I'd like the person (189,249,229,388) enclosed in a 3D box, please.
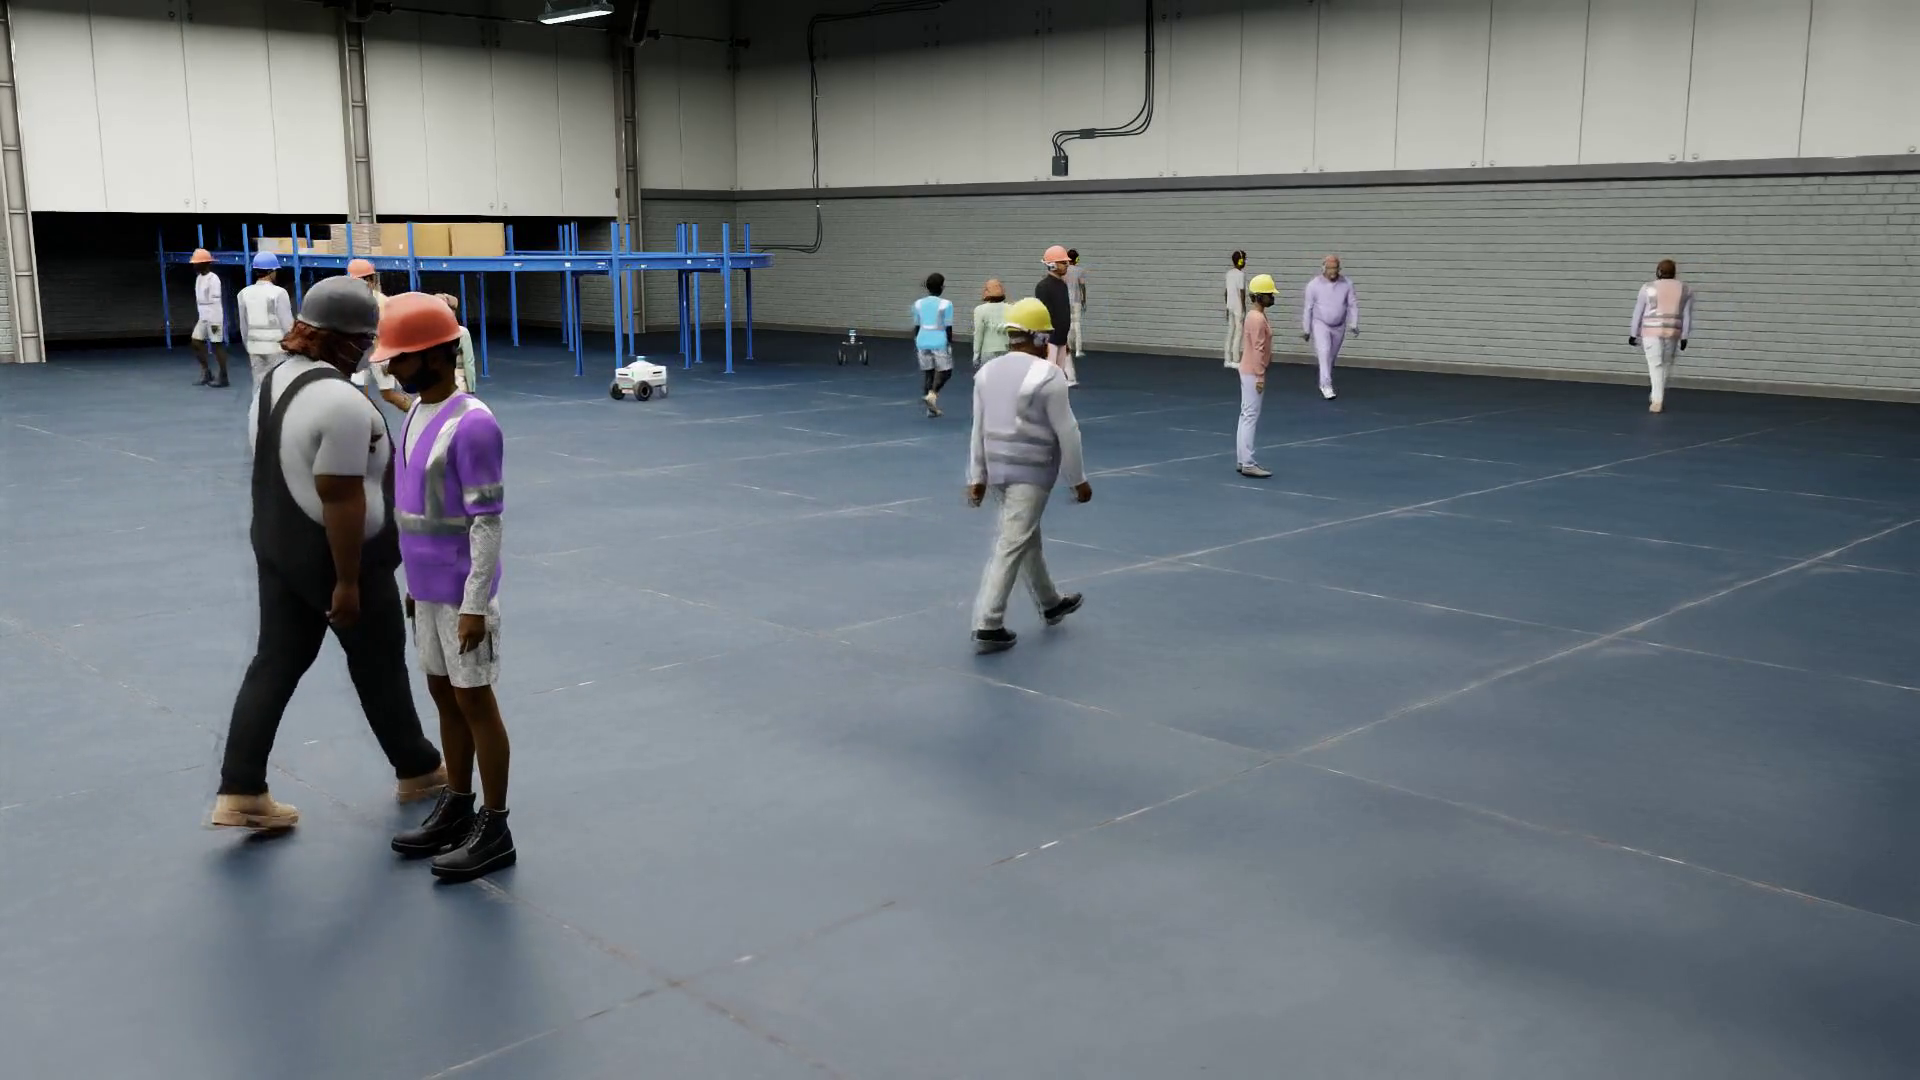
[{"bbox_3d":[-10.504,-3.074,23.125,0.587,1.915,0.612,8,13,39],"label":"person"}]

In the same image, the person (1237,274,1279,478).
[{"bbox_3d":[2.627,-1.452,14.694,0.328,1.769,0.526,1,10,4],"label":"person"}]

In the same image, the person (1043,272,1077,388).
[{"bbox_3d":[1.333,-2.896,22.996,0.668,1.602,0.531,-3,11,-16],"label":"person"}]

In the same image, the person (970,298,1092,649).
[{"bbox_3d":[0.374,-0.356,8.667,0.918,1.782,0.601,-8,13,-39],"label":"person"}]

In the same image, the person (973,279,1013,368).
[{"bbox_3d":[0.382,-2.043,18.279,0.507,1.630,0.268,-4,11,-19],"label":"person"}]

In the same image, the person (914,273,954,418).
[{"bbox_3d":[-0.327,-2.253,19.294,0.536,1.685,0.442,6,12,29],"label":"person"}]

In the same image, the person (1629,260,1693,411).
[{"bbox_3d":[8.494,-2.493,20.255,0.638,1.796,0.922,1,10,5],"label":"person"}]

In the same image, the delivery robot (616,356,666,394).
[{"bbox_3d":[-4.148,-2.147,21.648,0.477,0.478,0.707,6,12,29],"label":"delivery robot"}]

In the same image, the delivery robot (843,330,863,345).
[{"bbox_3d":[-1.779,-3.360,27.545,0.335,0.223,0.698,0,10,-3],"label":"delivery robot"}]

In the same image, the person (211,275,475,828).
[{"bbox_3d":[-2.290,0.033,5.961,0.693,2.000,0.999,8,13,39],"label":"person"}]

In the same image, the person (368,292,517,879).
[{"bbox_3d":[-1.715,0.152,5.506,0.374,1.928,0.543,-9,14,-40],"label":"person"}]

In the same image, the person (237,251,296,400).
[{"bbox_3d":[-6.904,-1.905,16.662,0.602,1.949,0.391,3,11,17],"label":"person"}]

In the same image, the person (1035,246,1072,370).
[{"bbox_3d":[1.014,-2.149,17.865,0.373,1.997,0.619,5,12,27],"label":"person"}]

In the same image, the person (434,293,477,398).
[{"bbox_3d":[-4.216,-1.202,13.684,0.512,1.638,0.312,2,11,12],"label":"person"}]

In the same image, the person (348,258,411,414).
[{"bbox_3d":[-5.768,-1.849,16.550,0.546,1.896,0.914,8,13,38],"label":"person"}]

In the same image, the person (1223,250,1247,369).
[{"bbox_3d":[4.425,-3.684,26.595,0.313,1.866,0.531,-5,11,-25],"label":"person"}]

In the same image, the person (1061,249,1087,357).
[{"bbox_3d":[1.958,-4.141,29.069,0.520,1.873,0.328,3,11,14],"label":"person"}]

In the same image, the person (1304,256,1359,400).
[{"bbox_3d":[4.831,-2.780,21.753,0.637,1.847,1.053,-2,11,-9],"label":"person"}]
